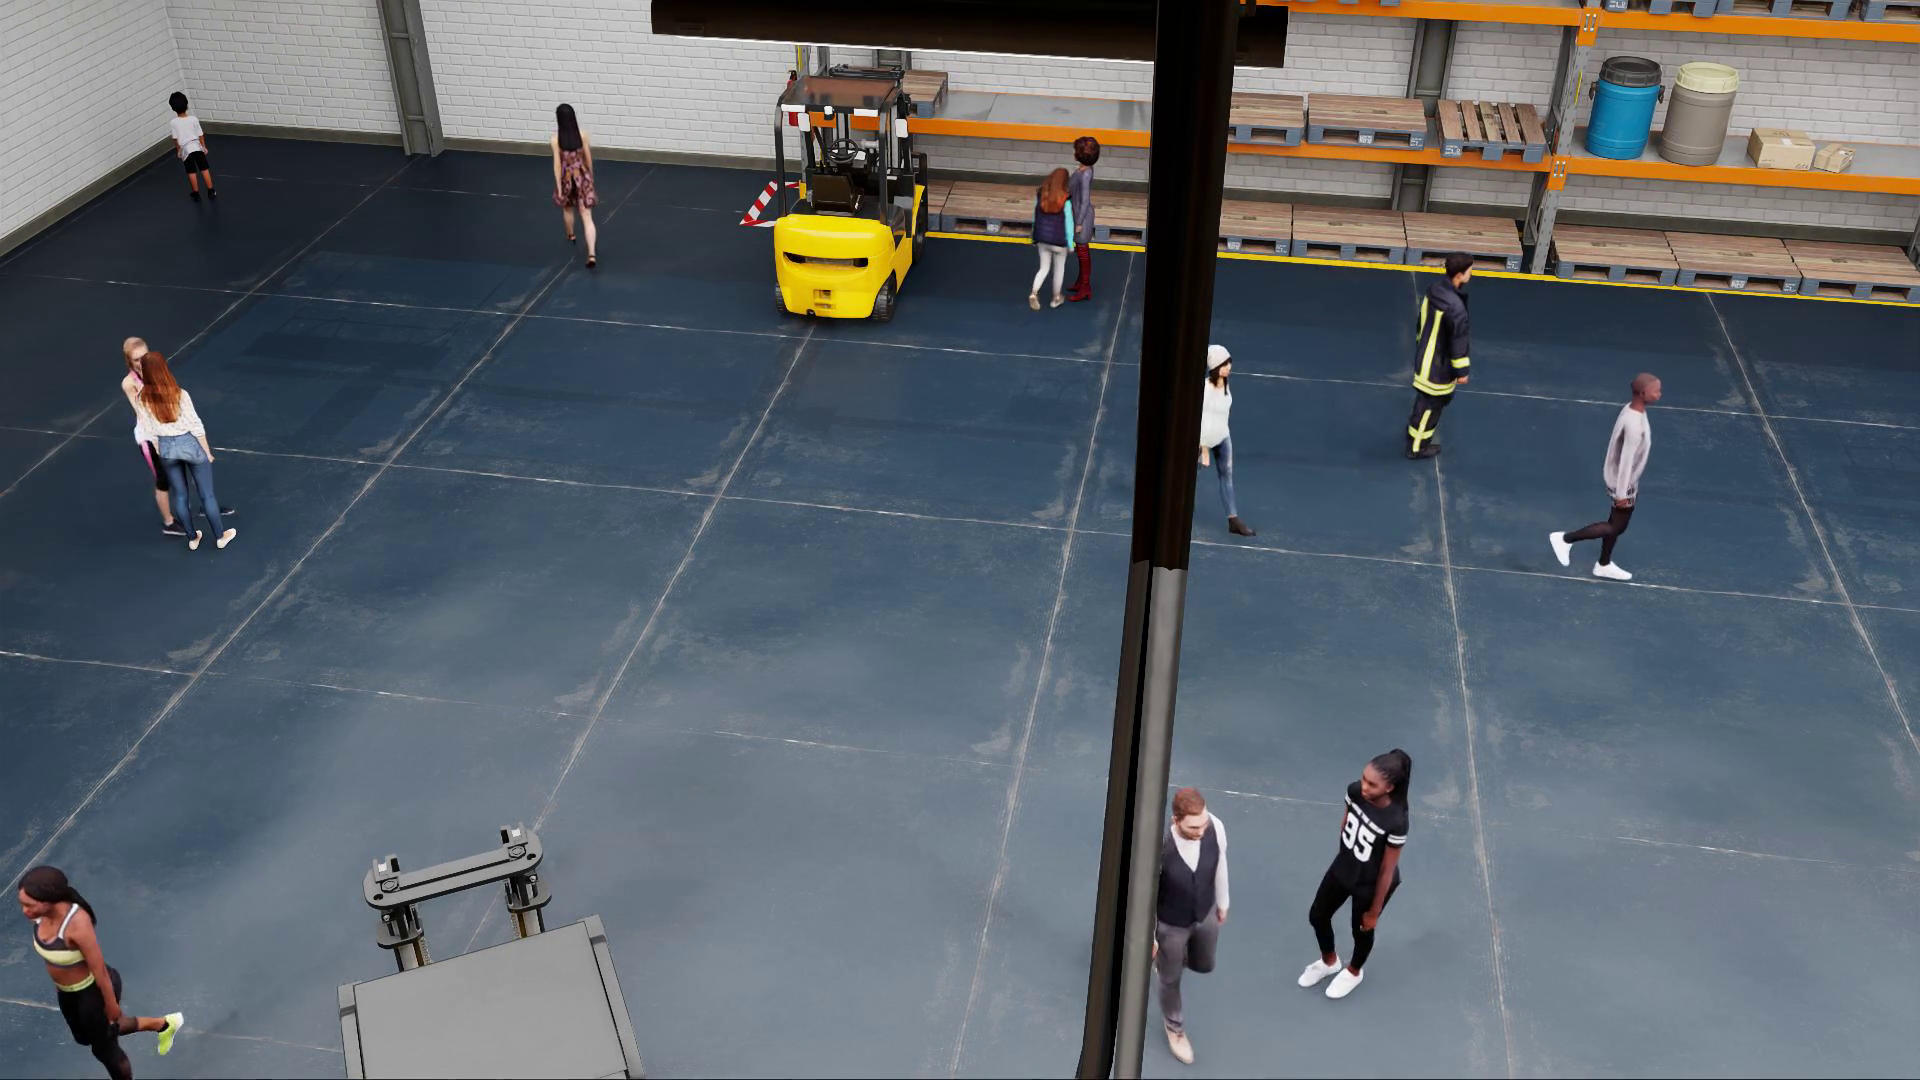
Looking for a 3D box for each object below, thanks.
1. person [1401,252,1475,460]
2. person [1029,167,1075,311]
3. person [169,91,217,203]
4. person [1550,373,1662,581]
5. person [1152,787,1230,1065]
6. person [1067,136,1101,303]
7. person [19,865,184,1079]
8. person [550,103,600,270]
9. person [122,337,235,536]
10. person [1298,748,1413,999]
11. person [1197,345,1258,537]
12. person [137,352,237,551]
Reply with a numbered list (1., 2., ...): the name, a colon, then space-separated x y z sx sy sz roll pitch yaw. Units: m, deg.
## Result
1. person: 3.972 -1.531 14.066 0.768 1.915 0.844 -2 34 -3
2. person: 0.886 -2.964 16.623 0.870 1.471 0.838 18 38 25
3. person: -8.876 -4.541 19.185 0.578 1.261 0.642 -19 38 -26
4. person: 4.922 -0.471 12.608 0.948 1.763 0.756 13 36 19
5. person: 1.131 1.927 8.858 0.989 1.921 1.019 -15 37 -22
6. person: 1.243 -3.257 16.847 0.544 1.710 0.605 2 34 3
7. person: -4.392 2.252 8.531 0.890 1.741 0.837 20 38 27
8. person: -4.001 -3.657 17.451 1.174 1.709 1.152 -16 37 -23
9. person: -6.407 -0.803 13.104 0.691 1.767 0.695 9 35 13
10. person: 2.275 1.847 9.159 0.825 1.720 0.767 -20 39 -28
11. person: 1.920 -0.817 13.279 1.195 1.597 0.975 26 41 33
12. person: -6.076 -0.695 12.976 0.539 1.728 0.689 -3 34 -5
